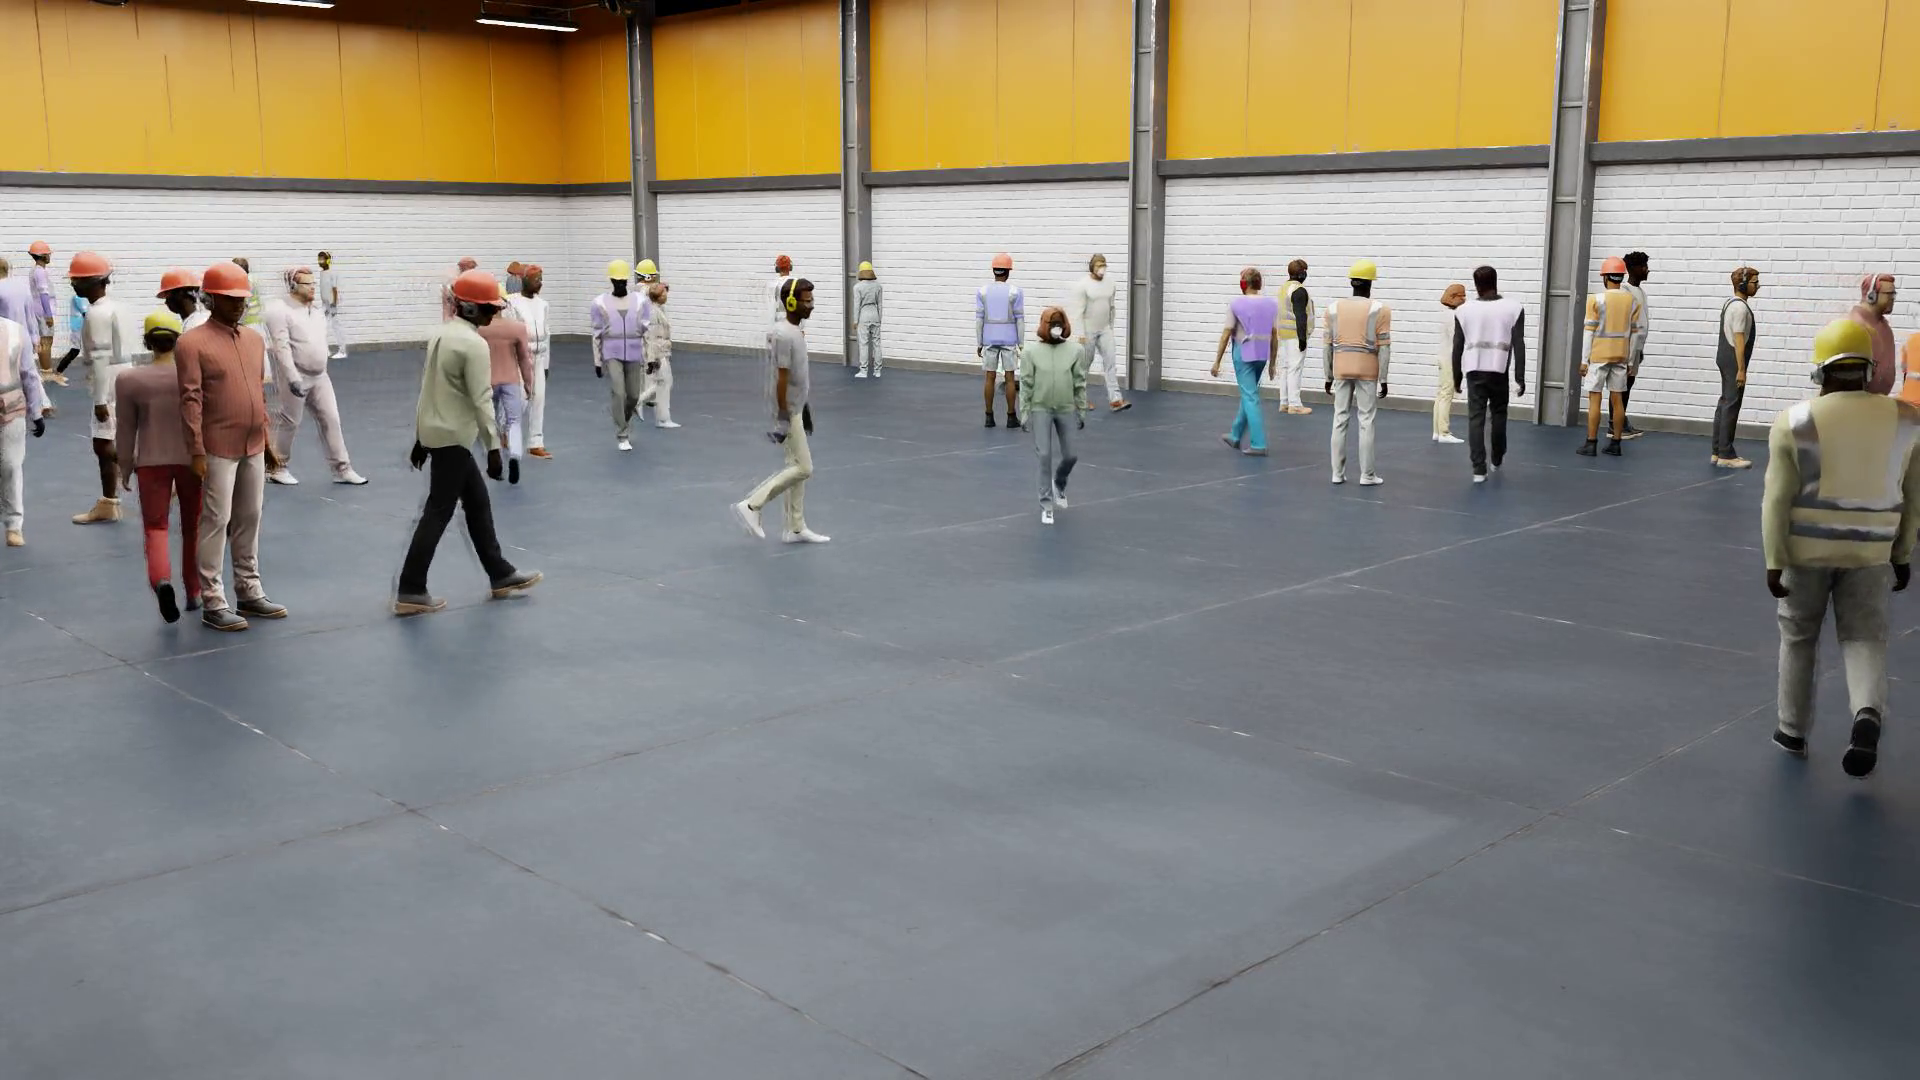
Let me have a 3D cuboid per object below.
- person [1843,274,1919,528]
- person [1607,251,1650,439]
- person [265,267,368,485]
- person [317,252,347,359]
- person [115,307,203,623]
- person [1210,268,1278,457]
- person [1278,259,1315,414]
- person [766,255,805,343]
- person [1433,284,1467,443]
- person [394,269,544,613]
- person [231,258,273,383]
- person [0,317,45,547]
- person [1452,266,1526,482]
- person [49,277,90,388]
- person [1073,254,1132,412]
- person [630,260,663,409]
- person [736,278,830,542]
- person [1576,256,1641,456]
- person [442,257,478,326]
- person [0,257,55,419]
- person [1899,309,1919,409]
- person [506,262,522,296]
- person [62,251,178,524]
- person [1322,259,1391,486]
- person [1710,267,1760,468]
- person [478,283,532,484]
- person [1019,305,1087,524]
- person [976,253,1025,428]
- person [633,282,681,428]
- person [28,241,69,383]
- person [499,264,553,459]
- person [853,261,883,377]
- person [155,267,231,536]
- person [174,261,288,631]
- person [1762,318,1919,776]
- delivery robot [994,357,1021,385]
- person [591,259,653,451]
[{"bbox_3d":[6.609,-1.012,12.192,0.642,1.856,1.014,-7,13,-35],"label":"person"},{"bbox_3d":[7.070,-2.057,17.563,0.362,1.966,0.611,9,13,39],"label":"person"},{"bbox_3d":[-5.574,-1.387,14.186,0.859,1.870,0.642,5,11,25],"label":"person"},{"bbox_3d":[-10.940,-4.036,28.674,0.553,1.842,0.735,8,13,38],"label":"person"},{"bbox_3d":[-4.382,-0.413,9.217,0.530,1.739,0.751,-4,11,-20],"label":"person"},{"bbox_3d":[2.757,-1.743,16.288,0.597,1.802,0.918,-6,12,-29],"label":"person"},{"bbox_3d":[4.044,-2.440,19.991,0.429,1.845,0.631,-2,10,-8],"label":"person"},{"bbox_3d":[-2.236,-2.721,21.413,0.576,1.883,0.362,-8,13,-37],"label":"person"},{"bbox_3d":[5.074,-1.823,17.192,0.280,1.634,0.498,1,10,5],"label":"person"},{"bbox_3d":[-2.831,-0.568,9.510,0.982,1.929,0.651,-7,13,-34],"label":"person"},{"bbox_3d":[-10.370,-3.133,23.886,0.893,1.804,0.628,-6,12,-29],"label":"person"},{"bbox_3d":[-6.648,-0.850,11.379,0.666,1.824,0.434,-8,13,-37],"label":"person"},{"bbox_3d":[4.669,-1.472,14.679,0.638,1.852,0.990,4,11,20],"label":"person"},{"bbox_3d":[-12.421,-2.971,23.411,0.868,1.659,0.535,-5,11,-24],"label":"person"},{"bbox_3d":[1.695,-2.478,20.028,0.662,1.896,0.952,-6,12,-31],"label":"person"},{"bbox_3d":[-3.844,-2.531,20.510,0.404,1.831,0.600,-8,13,-37],"label":"person"},{"bbox_3d":[-1.214,-0.872,11.453,0.540,1.849,0.501,0,10,-2],"label":"person"},{"bbox_3d":[6.267,-1.768,16.105,0.538,1.930,0.378,-1,10,-7],"label":"person"},{"bbox_3d":[-5.655,-2.324,19.257,0.642,1.878,0.810,-4,11,-19],"label":"person"},{"bbox_3d":[-11.041,-2.336,19.346,1.018,1.892,0.638,0,10,0],"label":"person"},{"bbox_3d":[7.456,-1.070,12.935,0.564,1.683,0.544,0,10,-2],"label":"person"},{"bbox_3d":[-8.346,-4.400,31.250,0.275,1.631,0.507,-8,13,-39],"label":"person"},{"bbox_3d":[-6.211,-1.104,12.230,0.698,2.027,0.624,-3,11,-15],"label":"person"},{"bbox_3d":[3.387,-1.422,14.209,0.589,1.927,0.387,7,12,33],"label":"person"},{"bbox_3d":[7.159,-1.587,15.330,0.338,1.845,0.514,2,11,13],"label":"person"},{"bbox_3d":[-3.945,-1.338,14.272,0.532,1.740,0.755,-3,11,-17],"label":"person"},{"bbox_3d":[0.692,-0.950,12.475,0.521,1.626,0.515,-1,10,-7],"label":"person"},{"bbox_3d":[0.455,-2.213,18.493,0.552,1.935,0.374,2,11,13],"label":"person"},{"bbox_3d":[-3.387,-2.038,18.412,0.484,1.622,0.522,0,10,-2],"label":"person"},{"bbox_3d":[-13.229,-3.292,24.077,0.361,2.048,0.611,-8,13,-36],"label":"person"},{"bbox_3d":[-4.198,-1.708,15.939,0.656,1.868,0.603,7,12,33],"label":"person"},{"bbox_3d":[-1.393,-3.319,25.066,0.485,1.741,0.302,-6,12,-30],"label":"person"},{"bbox_3d":[-5.367,-0.939,11.633,0.459,1.900,0.605,-5,11,-24],"label":"person"},{"bbox_3d":[-3.962,-0.513,9.073,0.396,1.990,0.621,3,11,18],"label":"person"},{"bbox_3d":[3.482,0.036,6.577,0.598,1.810,0.678,2,11,13],"label":"person"},{"bbox_3d":[0.721,-2.309,22.534,0.707,0.478,0.477,-8,13,-39],"label":"delivery robot"},{"bbox_3d":[-3.406,-1.866,16.712,0.605,1.898,0.687,-5,11,-23],"label":"person"}]
